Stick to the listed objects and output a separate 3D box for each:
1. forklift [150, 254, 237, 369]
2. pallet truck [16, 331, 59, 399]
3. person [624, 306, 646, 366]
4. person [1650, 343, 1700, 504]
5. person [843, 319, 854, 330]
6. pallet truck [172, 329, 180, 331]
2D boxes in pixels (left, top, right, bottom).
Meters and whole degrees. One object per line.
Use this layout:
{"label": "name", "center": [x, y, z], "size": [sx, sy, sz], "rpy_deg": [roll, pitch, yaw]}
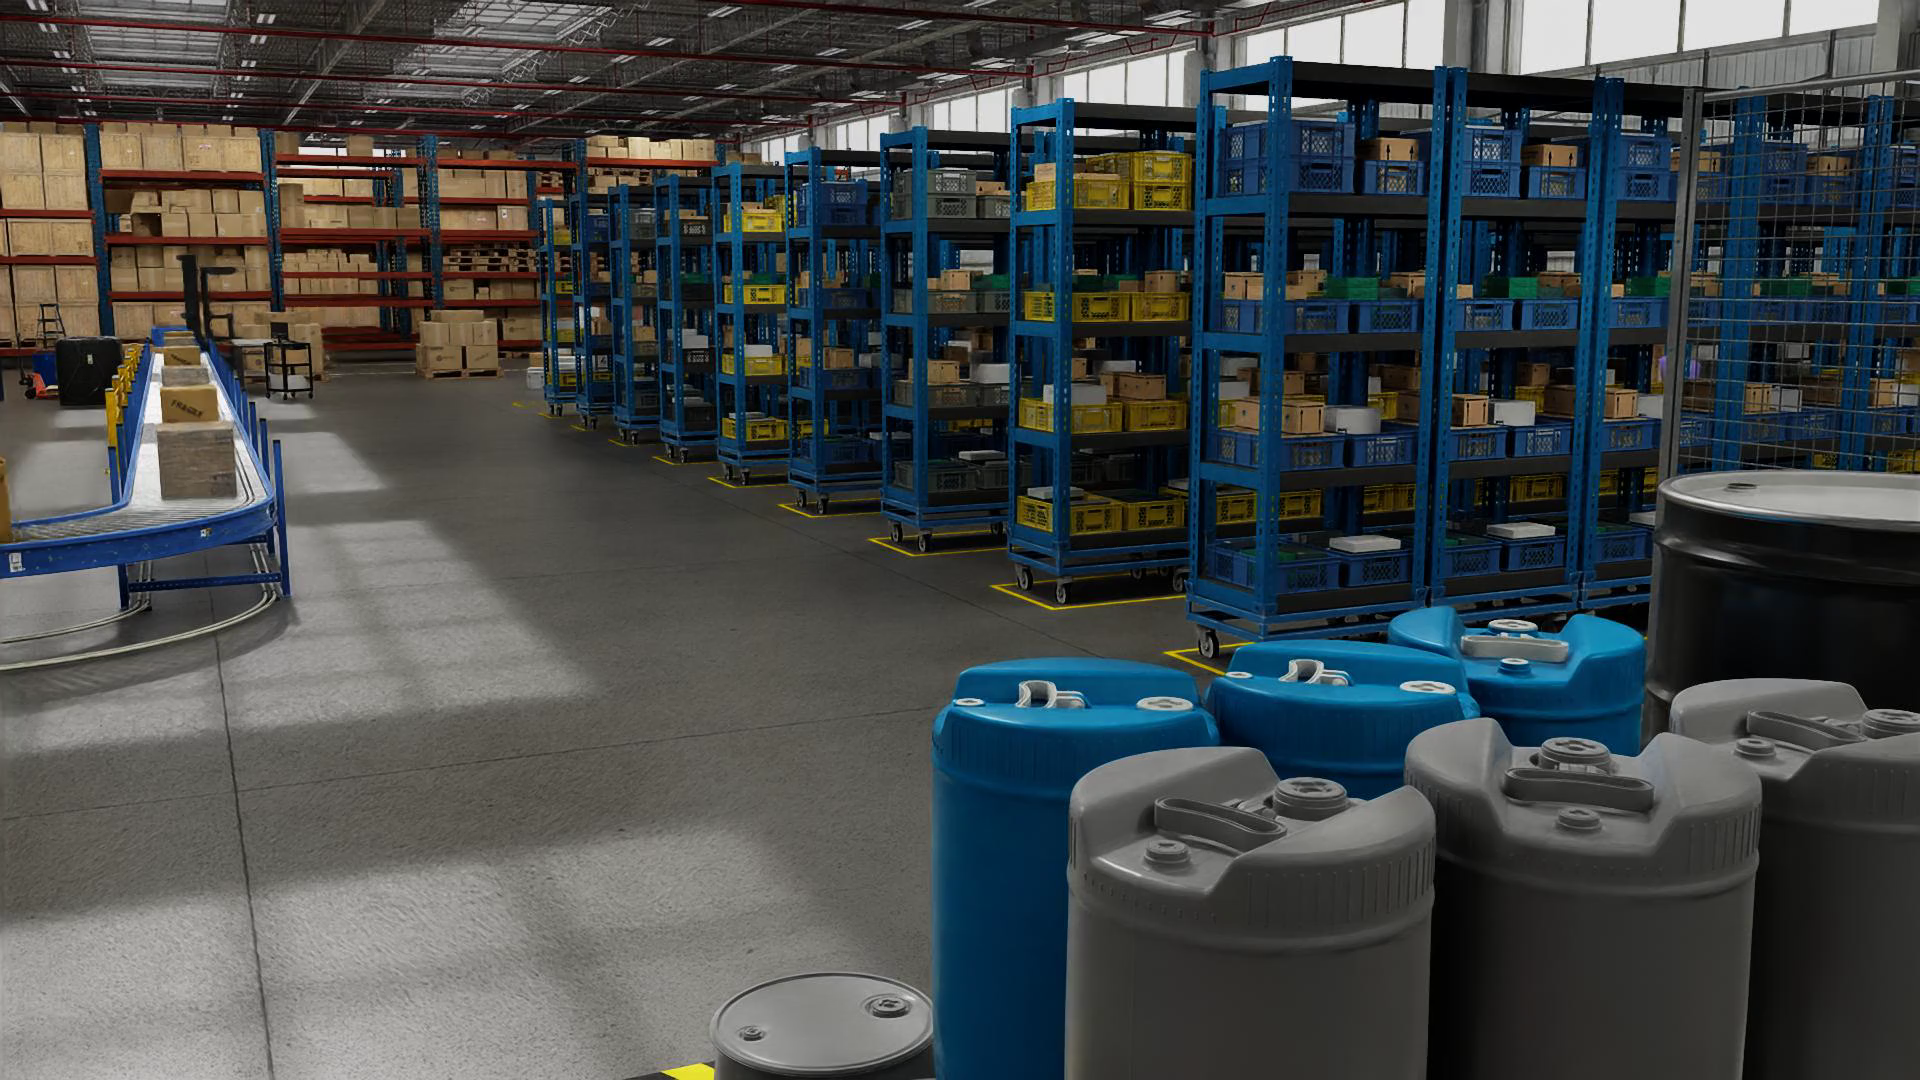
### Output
{"label": "forklift", "center": [-18.697, -5.539, 40.452], "size": [1.873, 2.768, 1.129], "rpy_deg": [-4, 10, -25]}
{"label": "pallet truck", "center": [-17.082, -3.353, 31.781], "size": [1.630, 1.274, 0.653], "rpy_deg": [-4, 10, -25]}
{"label": "person", "center": [-7.470, -4.773, 38.545], "size": [0.622, 1.962, 0.476], "rpy_deg": [-7, 11, -35]}
{"label": "person", "center": [7.218, -1.218, 16.833], "size": [0.569, 1.849, 0.385], "rpy_deg": [-4, 10, -23]}
{"label": "person", "center": [-2.413, -4.215, 35.191], "size": [0.651, 1.919, 0.820], "rpy_deg": [4, 10, 25]}
{"label": "pallet truck", "center": [-17.275, -3.851, 35.096], "size": [1.601, 1.201, 0.680], "rpy_deg": [0, 9, 1]}
